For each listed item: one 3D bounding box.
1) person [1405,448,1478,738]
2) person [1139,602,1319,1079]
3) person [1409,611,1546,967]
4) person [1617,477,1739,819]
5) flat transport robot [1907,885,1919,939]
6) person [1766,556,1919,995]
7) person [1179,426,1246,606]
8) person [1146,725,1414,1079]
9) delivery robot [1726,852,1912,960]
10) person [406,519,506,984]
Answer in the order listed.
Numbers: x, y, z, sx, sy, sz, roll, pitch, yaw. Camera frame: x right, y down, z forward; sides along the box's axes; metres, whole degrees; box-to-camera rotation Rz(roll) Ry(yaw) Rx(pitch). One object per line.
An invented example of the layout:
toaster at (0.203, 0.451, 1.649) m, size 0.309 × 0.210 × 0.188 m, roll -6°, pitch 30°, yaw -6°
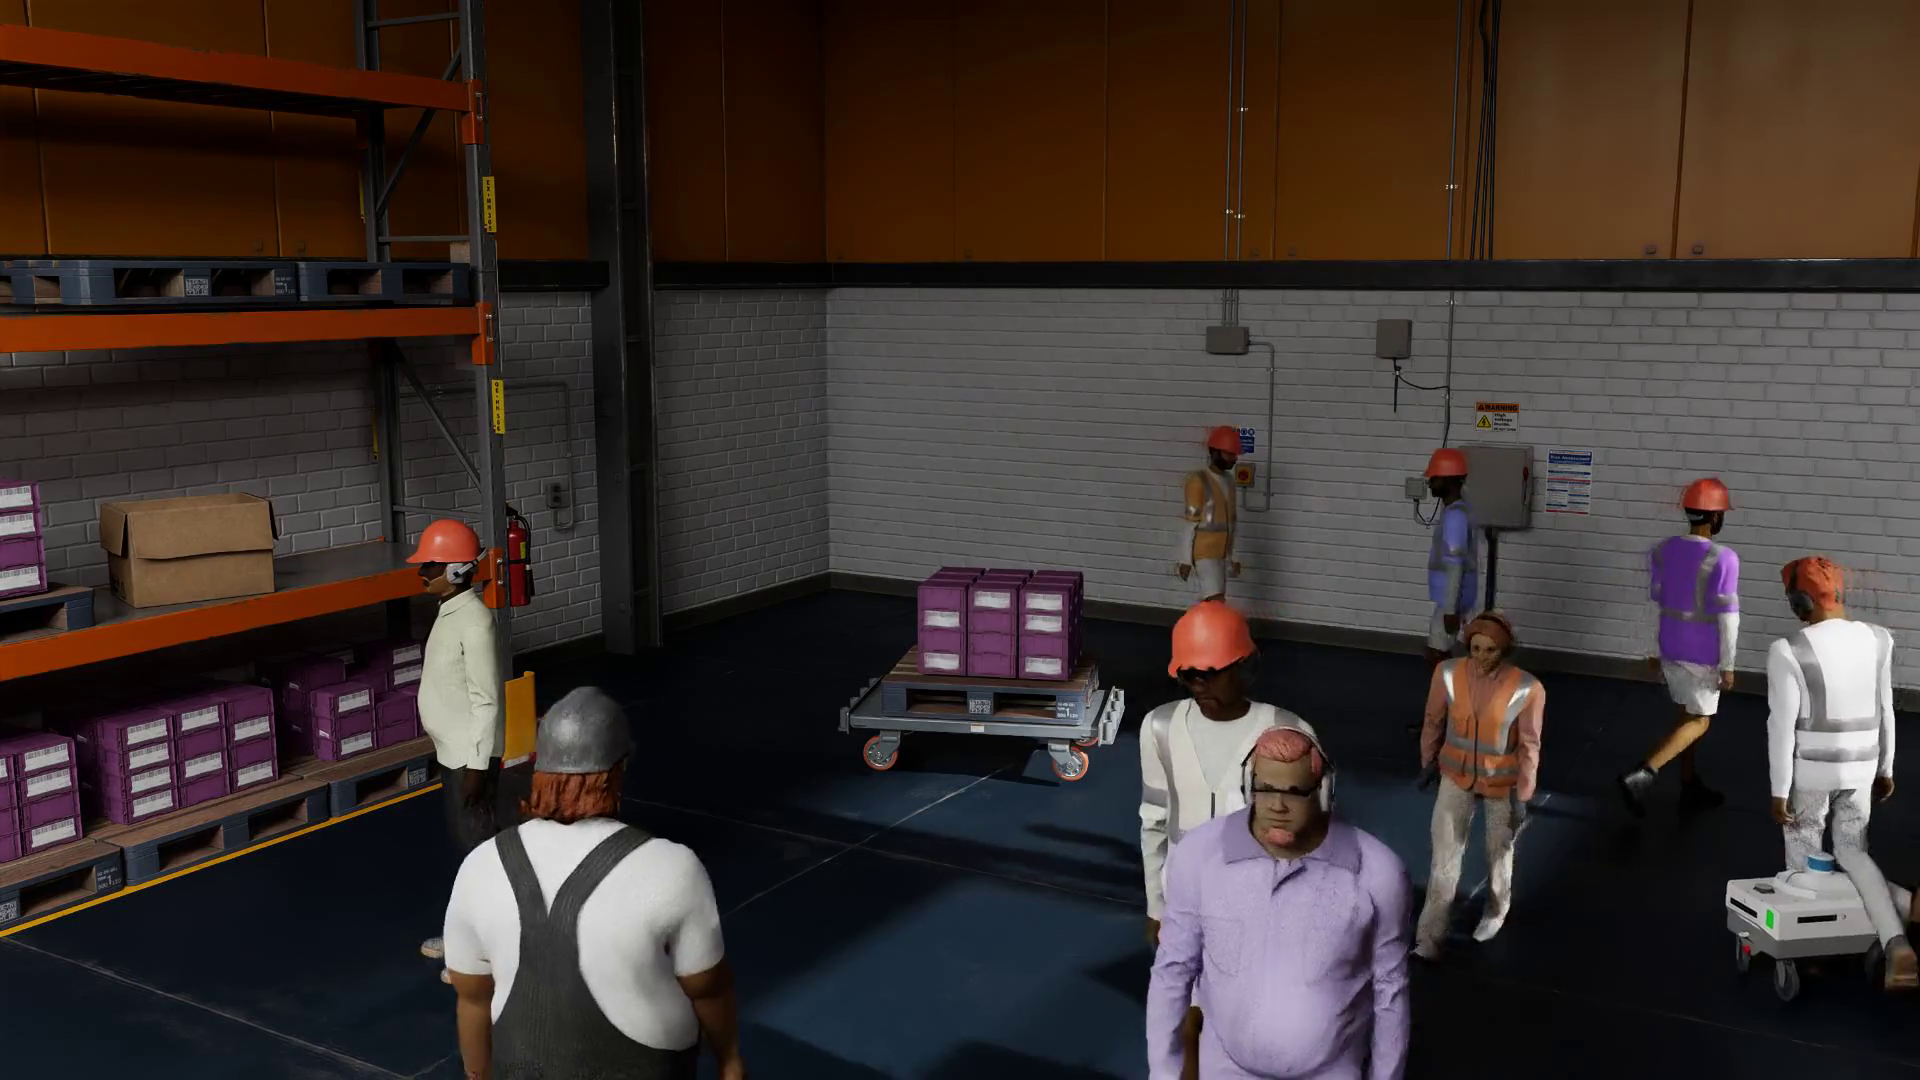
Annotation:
person at (3.210, 0.369, 10.699) m, size 0.568 × 1.925 × 0.554 m, roll 3°, pitch 10°, yaw 17°
person at (0.907, 1.162, 5.486) m, size 0.616 × 2.011 × 0.703 m, roll 5°, pitch 10°, yaw 27°
person at (2.252, 1.079, 7.299) m, size 0.558 × 1.582 × 0.889 m, roll 6°, pitch 11°, yaw 32°
person at (3.991, 0.610, 9.219) m, size 0.810 × 1.919 × 0.554 m, roll -4°, pitch 10°, yaw -21°
flat transport robot at (4.708, 1.759, 7.151) m, size 1.431 × 0.197 × 0.652 m, roll 6°, pitch 11°, yaw 34°
person at (3.696, 1.001, 6.955) m, size 0.648 × 1.852 × 0.709 m, roll -1°, pitch 9°, yaw -9°
person at (1.887, 0.106, 12.349) m, size 0.486 × 1.910 × 0.568 m, roll 8°, pitch 12°, yaw 40°
person at (0.787, 1.418, 4.270) m, size 0.663 × 1.881 × 0.799 m, roll 4°, pitch 10°, yaw 22°
delivery robot at (3.661, 1.578, 7.106) m, size 0.707 × 0.478 × 0.477 m, roll -1°, pitch 9°, yaw -9°
person at (-2.144, 0.897, 7.165) m, size 0.379 × 1.996 × 0.611 m, roll -5°, pitch 10°, yaw -29°
